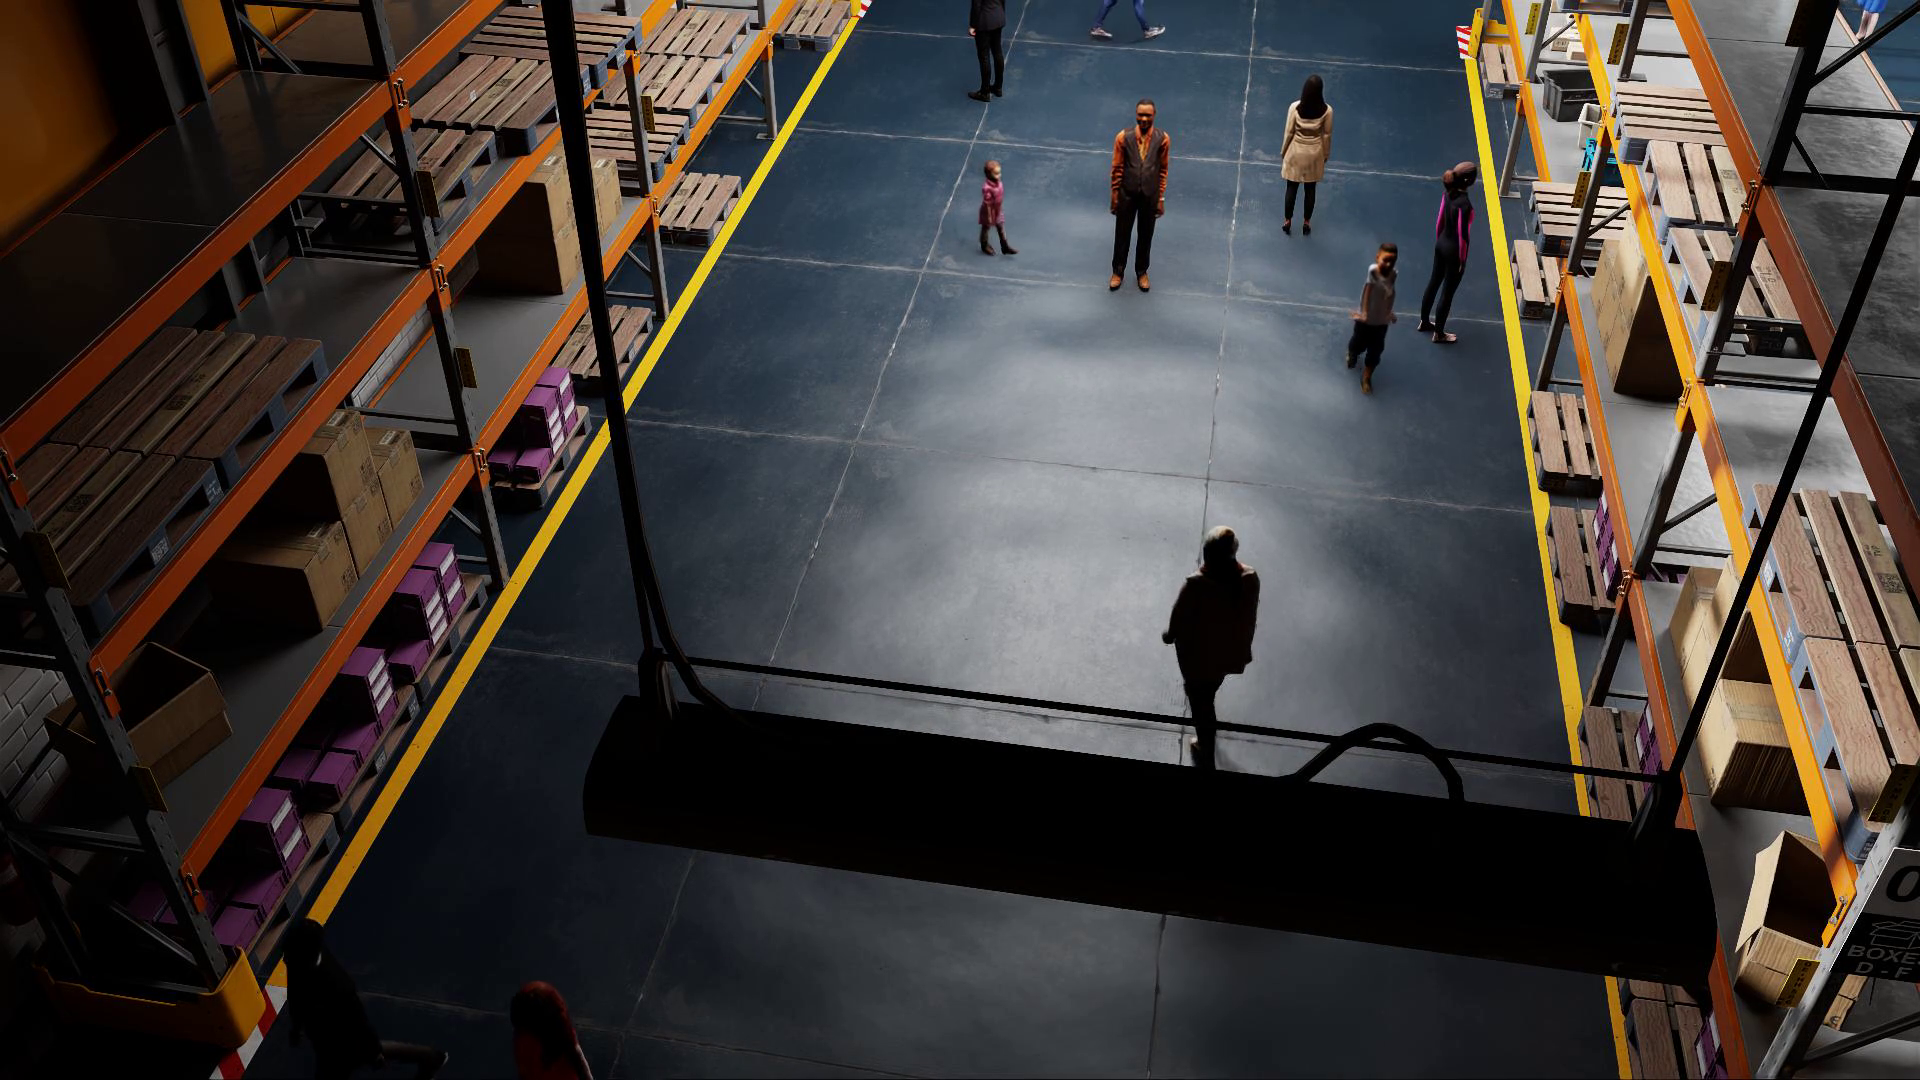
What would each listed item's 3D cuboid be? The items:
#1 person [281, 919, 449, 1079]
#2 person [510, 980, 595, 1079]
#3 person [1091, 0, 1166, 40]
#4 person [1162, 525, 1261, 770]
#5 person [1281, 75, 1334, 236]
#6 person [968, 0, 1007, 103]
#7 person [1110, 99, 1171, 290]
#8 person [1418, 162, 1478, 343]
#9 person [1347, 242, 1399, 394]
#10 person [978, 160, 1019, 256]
[{"bbox_3d":[-3.146,2.521,8.635,1.266,1.759,1.123,-30,47,-32],"label":"person"},{"bbox_3d":[-1.937,2.720,8.352,0.911,1.802,1.112,27,46,29],"label":"person"},{"bbox_3d":[1.981,-7.023,20.655,0.893,1.674,1.160,-2,39,-3],"label":"person"},{"bbox_3d":[1.666,0.736,10.790,0.986,1.859,1.149,-13,40,-15],"label":"person"},{"bbox_3d":[3.460,-3.855,16.681,0.636,1.682,0.513,7,39,8],"label":"person"},{"bbox_3d":[0.324,-6.026,19.233,0.746,1.891,0.843,-31,48,-33],"label":"person"},{"bbox_3d":[1.692,-3.286,15.787,0.715,1.907,0.634,2,39,3],"label":"person"},{"bbox_3d":[4.446,-2.622,15.081,0.720,1.752,0.643,-13,40,-16],"label":"person"},{"bbox_3d":[3.624,-2.031,14.587,0.618,1.444,0.799,3,39,3],"label":"person"},{"bbox_3d":[0.284,-3.318,16.549,0.656,1.008,0.643,27,46,30],"label":"person"}]
